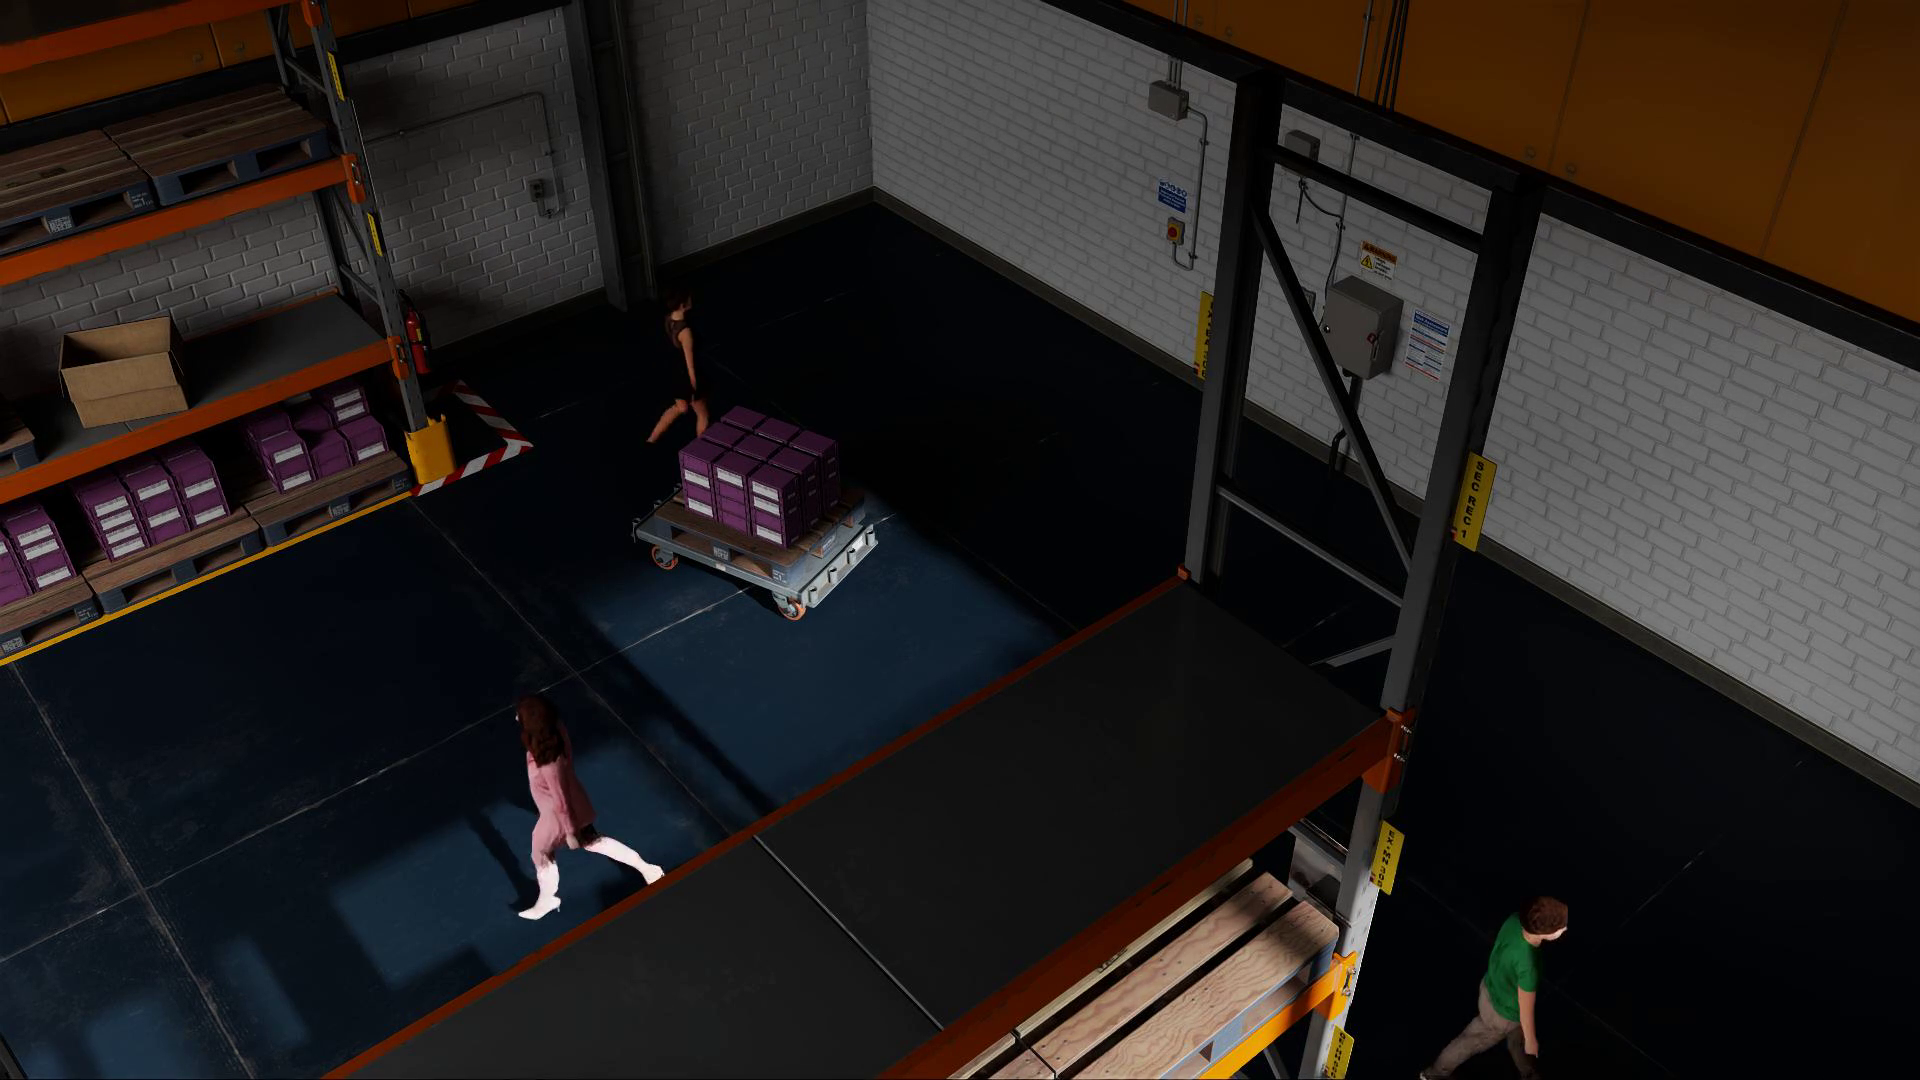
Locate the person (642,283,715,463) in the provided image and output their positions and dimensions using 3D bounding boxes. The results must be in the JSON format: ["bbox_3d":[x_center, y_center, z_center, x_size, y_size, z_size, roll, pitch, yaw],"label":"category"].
[{"bbox_3d":[-2.226,-1.274,13.092,0.962,1.661,0.661,-21,43,-24],"label":"person"}]

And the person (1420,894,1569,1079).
[{"bbox_3d":[2.706,2.372,8.562,1.033,1.615,1.050,8,39,10],"label":"person"}]

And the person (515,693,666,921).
[{"bbox_3d":[-2.159,1.545,9.478,1.232,1.765,1.017,-5,39,-6],"label":"person"}]
